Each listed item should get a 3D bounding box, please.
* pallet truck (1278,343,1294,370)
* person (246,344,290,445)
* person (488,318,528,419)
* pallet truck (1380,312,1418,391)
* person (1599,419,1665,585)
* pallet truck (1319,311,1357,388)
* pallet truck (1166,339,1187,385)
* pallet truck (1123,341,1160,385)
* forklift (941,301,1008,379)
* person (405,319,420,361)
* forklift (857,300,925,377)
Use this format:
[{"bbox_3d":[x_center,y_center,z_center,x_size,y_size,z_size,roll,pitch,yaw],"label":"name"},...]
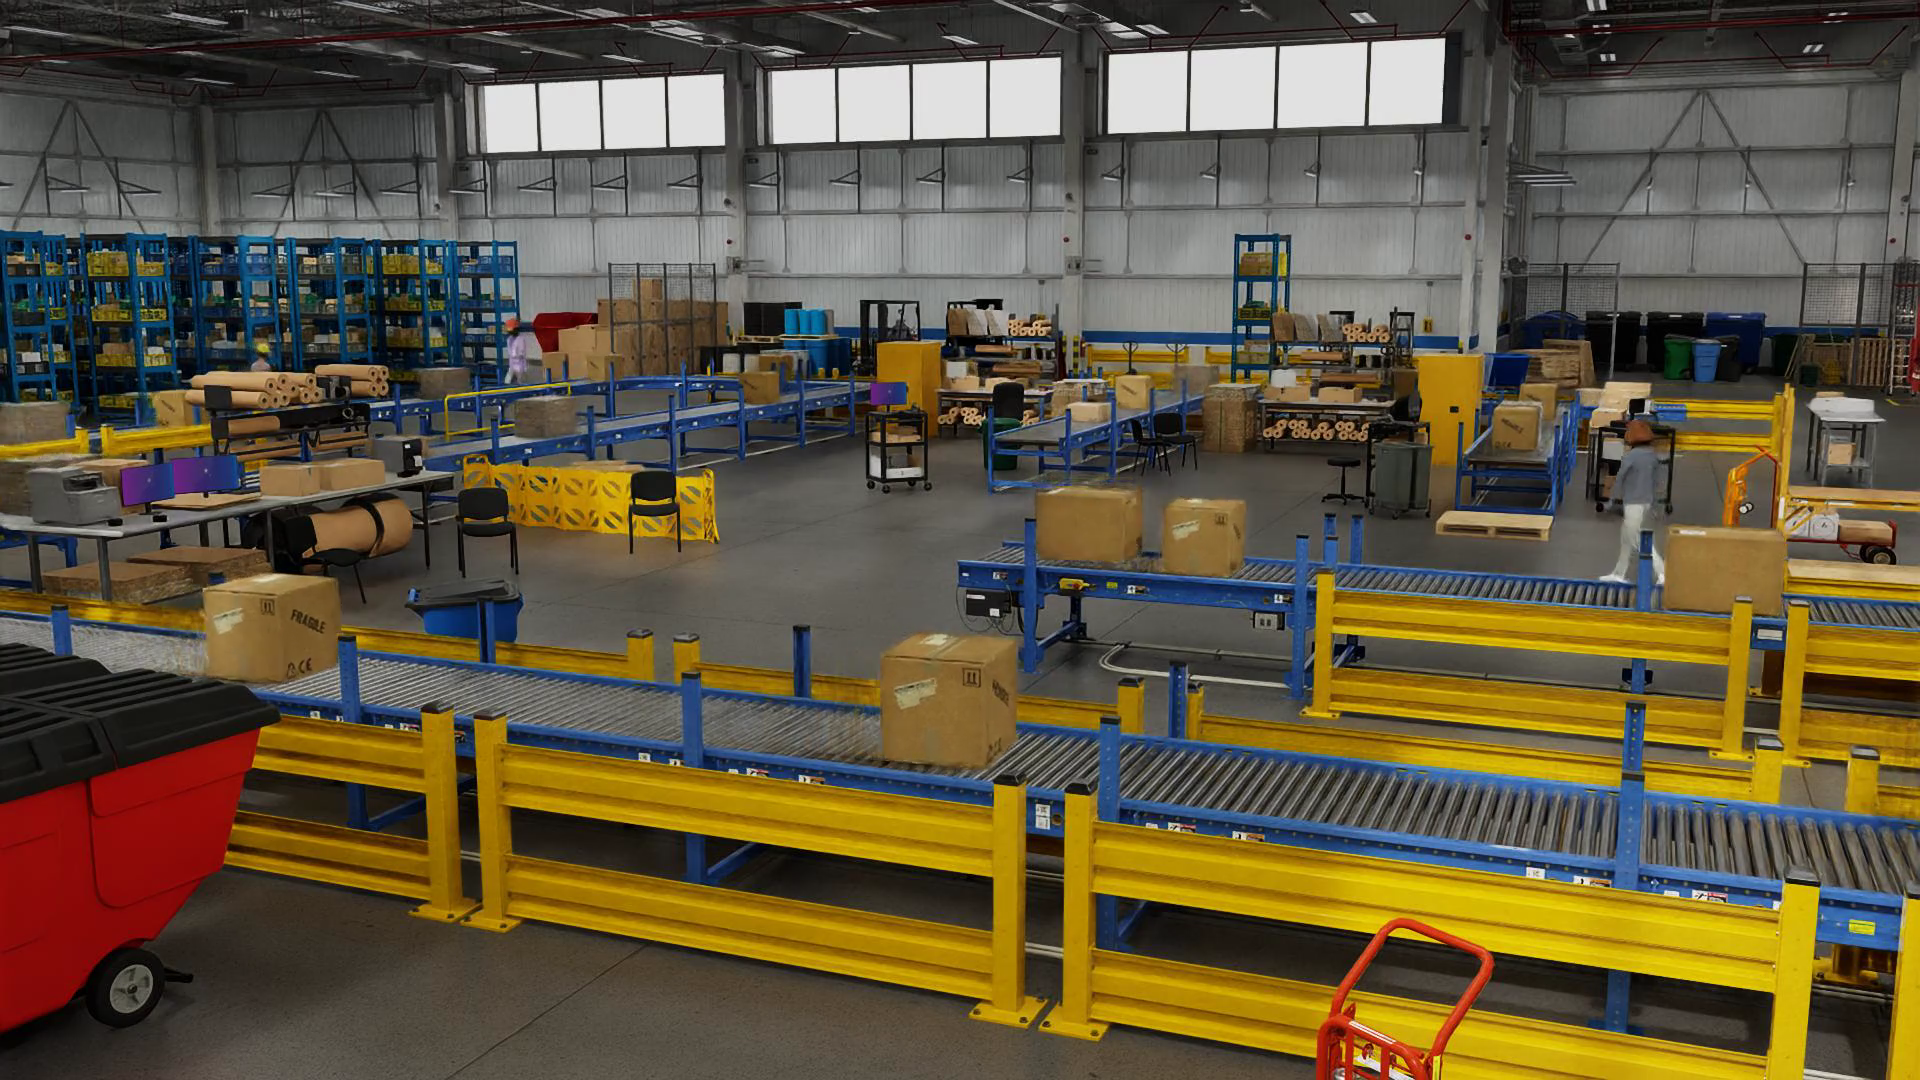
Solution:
[{"bbox_3d":[7.886,-4.163,39.743,0.653,1.274,1.630,4,10,22],"label":"pallet truck"},{"bbox_3d":[-11.735,-2.439,28.049,0.532,1.716,0.899,8,12,40],"label":"person"},{"bbox_3d":[-8.844,-3.355,32.742,0.622,1.992,0.995,7,12,37],"label":"person"},{"bbox_3d":[10.207,-4.283,38.369,0.823,1.965,1.885,3,10,20],"label":"pallet truck"},{"bbox_3d":[6.413,-0.334,15.625,0.493,1.604,0.770,-7,12,-38],"label":"person"},{"bbox_3d":[9.071,-4.419,39.190,0.823,1.965,1.885,5,10,26],"label":"pallet truck"},{"bbox_3d":[5.418,-4.269,40.420,0.704,1.261,1.522,3,10,20],"label":"pallet truck"},{"bbox_3d":[4.445,-4.380,41.279,0.680,1.201,1.601,4,10,22],"label":"pallet truck"},{"bbox_3d":[0.365,-4.966,41.571,1.157,1.987,2.680,3,10,20],"label":"forklift"},{"bbox_3d":[-14.491,-5.124,43.589,0.944,1.954,0.623,-8,12,-39],"label":"person"},{"bbox_3d":[-1.732,-5.109,42.468,1.157,1.987,2.680,4,10,22],"label":"forklift"}]
